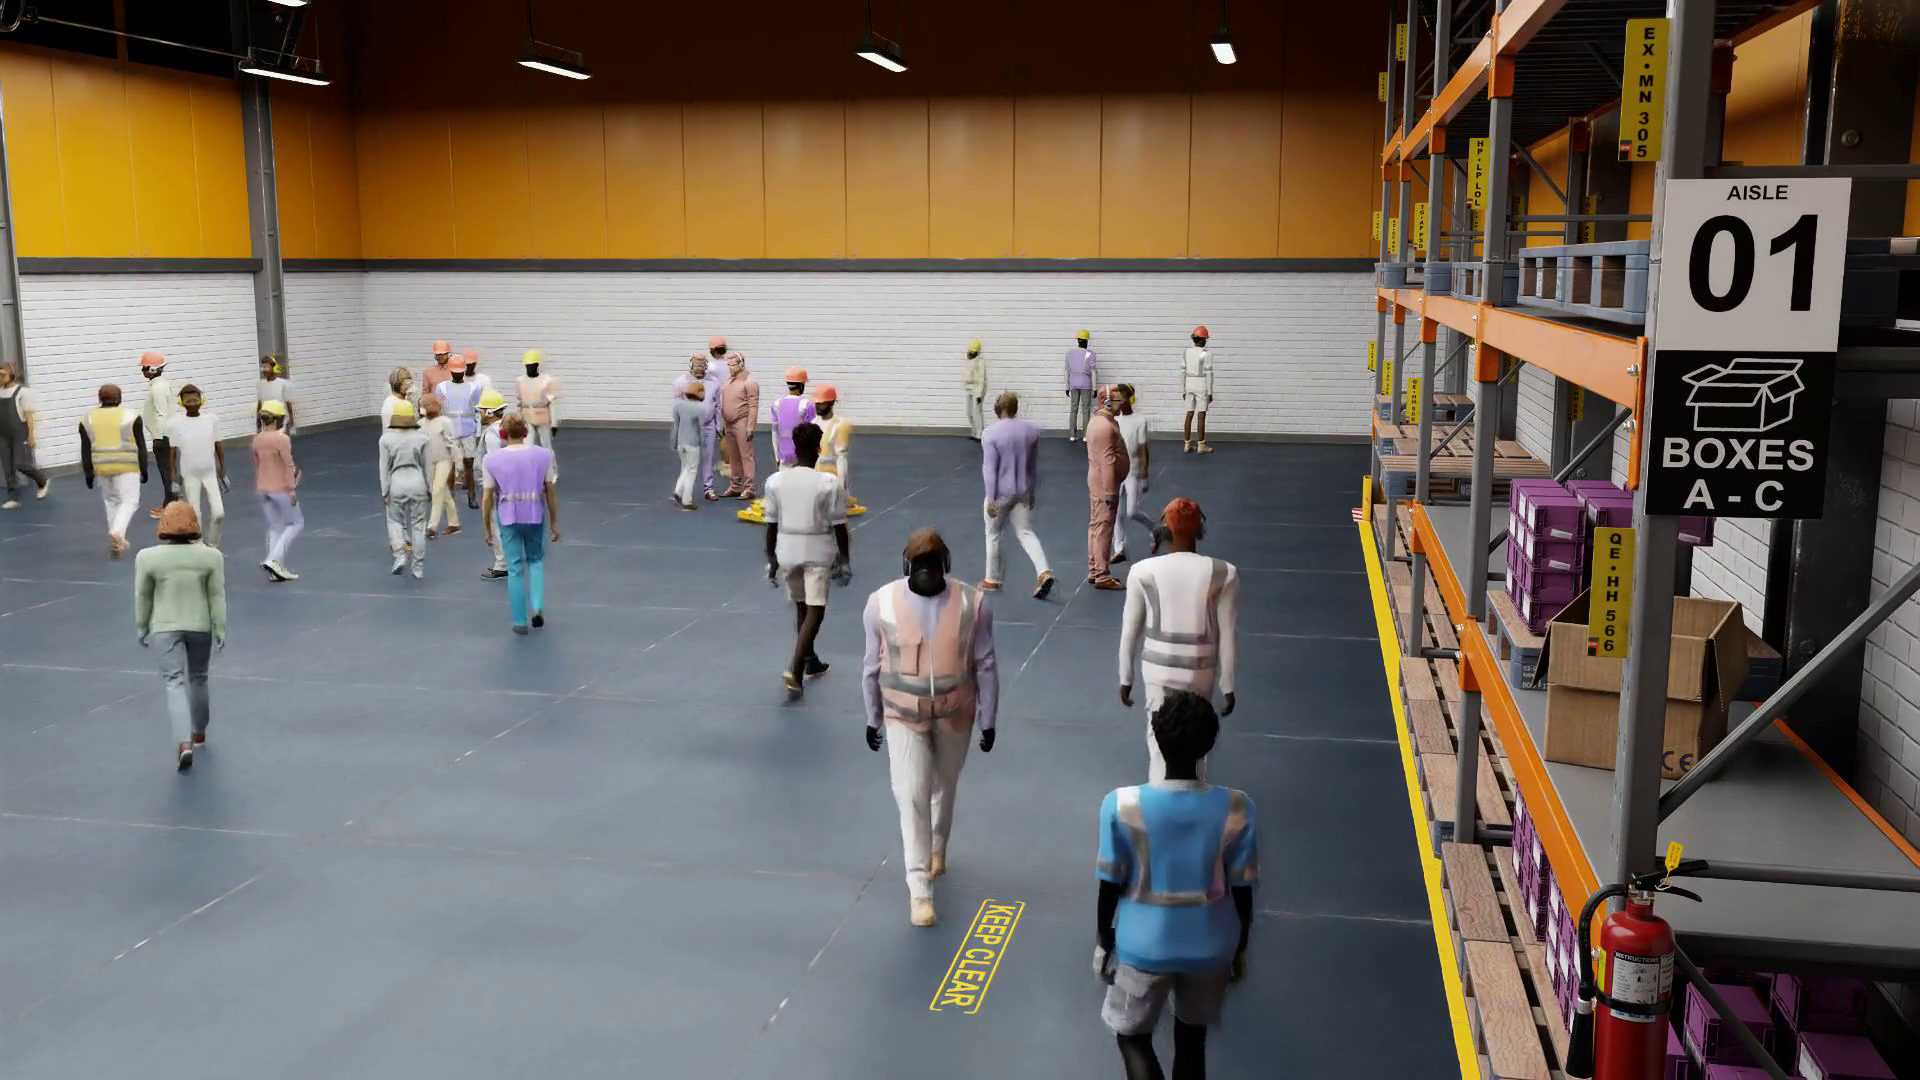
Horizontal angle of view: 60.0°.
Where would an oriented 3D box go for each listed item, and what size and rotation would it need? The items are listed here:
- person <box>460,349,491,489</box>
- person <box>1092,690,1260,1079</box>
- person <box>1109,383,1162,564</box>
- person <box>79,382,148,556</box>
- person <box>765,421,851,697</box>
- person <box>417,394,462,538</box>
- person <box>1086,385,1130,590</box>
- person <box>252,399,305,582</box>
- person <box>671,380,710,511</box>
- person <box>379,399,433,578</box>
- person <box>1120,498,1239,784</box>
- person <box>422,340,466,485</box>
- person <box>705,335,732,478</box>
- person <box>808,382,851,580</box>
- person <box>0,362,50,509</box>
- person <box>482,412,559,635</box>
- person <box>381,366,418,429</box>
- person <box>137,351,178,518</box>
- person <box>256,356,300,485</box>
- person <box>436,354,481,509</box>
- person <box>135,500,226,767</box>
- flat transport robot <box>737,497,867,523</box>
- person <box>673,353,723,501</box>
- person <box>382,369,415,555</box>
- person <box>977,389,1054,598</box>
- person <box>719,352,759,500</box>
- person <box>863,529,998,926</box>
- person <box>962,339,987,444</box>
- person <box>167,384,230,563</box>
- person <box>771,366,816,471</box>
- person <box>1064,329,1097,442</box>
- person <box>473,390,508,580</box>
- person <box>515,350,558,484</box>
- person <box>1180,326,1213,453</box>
[{"bbox_3d":[-6.626,-1.674,22.746,0.554,1.906,0.900,0,9,0],"label":"person"},{"bbox_3d":[0.705,1.320,5.338,0.540,1.676,0.570,-1,9,-5],"label":"person"},{"bbox_3d":[1.764,-0.681,16.921,0.692,1.842,0.541,-8,12,-40],"label":"person"},{"bbox_3d":[-8.814,-0.732,17.324,0.615,1.813,0.799,-1,9,-5],"label":"person"},{"bbox_3d":[-1.110,0.122,11.827,0.611,1.936,0.938,3,10,18],"label":"person"},{"bbox_3d":[-5.851,-0.814,18.413,0.523,1.597,0.755,6,11,31],"label":"person"},{"bbox_3d":[1.391,-0.496,15.600,0.406,1.911,0.639,-1,9,-4],"label":"person"},{"bbox_3d":[-6.514,-0.464,15.875,0.549,1.741,0.404,5,11,29],"label":"person"},{"bbox_3d":[-3.295,-1.154,20.438,0.535,1.607,0.359,7,12,37],"label":"person"},{"bbox_3d":[-5.354,-0.490,16.107,0.496,1.730,0.393,-4,10,-24],"label":"person"},{"bbox_3d":[1.123,0.703,8.563,0.596,1.859,0.814,1,9,6],"label":"person"},{"bbox_3d":[-7.082,-1.749,22.885,0.622,1.994,0.381,-1,9,-7],"label":"person"},{"bbox_3d":[-3.483,-1.915,23.811,0.649,2.014,0.868,-8,12,-39],"label":"person"},{"bbox_3d":[-1.278,-0.555,15.927,0.556,1.920,0.510,8,12,40],"label":"person"},{"bbox_3d":[-11.779,-1.313,20.765,0.513,1.829,0.606,2,10,13],"label":"person"},{"bbox_3d":[-3.604,-0.133,13.635,0.604,1.829,0.457,-5,11,-26],"label":"person"},{"bbox_3d":[-7.872,-1.654,23.444,0.572,1.612,0.499,2,10,12],"label":"person"},{"bbox_3d":[-9.599,-1.261,19.949,0.379,1.996,0.611,-4,10,-21],"label":"person"},{"bbox_3d":[-9.093,-1.545,22.151,0.527,1.843,0.874,2,10,13],"label":"person"},{"bbox_3d":[-6.186,-1.332,20.575,0.542,1.929,0.368,-4,10,-20],"label":"person"},{"bbox_3d":[-4.750,0.553,10.187,0.498,1.602,0.809,-6,11,-33],"label":"person"},{"bbox_3d":[-1.882,-0.393,19.901,1.431,0.197,0.652,-7,12,-38],"label":"flat transport robot"},{"bbox_3d":[-3.340,-1.435,21.284,0.638,1.903,0.406,-4,10,-24],"label":"person"},{"bbox_3d":[-5.872,-0.823,17.476,0.354,1.937,0.635,-1,10,-8],"label":"person"},{"bbox_3d":[0.514,-0.418,15.172,0.639,1.910,0.924,-6,11,-34],"label":"person"},{"bbox_3d":[-2.872,-1.467,21.474,0.407,1.904,0.639,-9,13,-43],"label":"person"},{"bbox_3d":[-0.142,0.827,7.972,0.635,1.801,0.940,-1,9,-6],"label":"person"},{"bbox_3d":[0.244,-2.501,28.054,0.461,1.785,0.646,-4,10,-25],"label":"person"},{"bbox_3d":[-7.546,-0.623,16.521,0.569,1.854,0.407,-7,12,-35],"label":"person"},{"bbox_3d":[-1.773,-0.924,18.108,0.562,1.935,0.383,4,10,25],"label":"person"},{"bbox_3d":[2.081,-2.636,28.435,0.594,1.925,0.377,5,11,28],"label":"person"},{"bbox_3d":[-4.477,-0.530,16.033,0.403,1.833,0.586,0,9,-2],"label":"person"},{"bbox_3d":[-5.732,-1.644,22.583,0.596,1.891,0.930,1,10,8],"label":"person"},{"bbox_3d":[3.834,-2.420,26.789,0.397,2.043,0.609,-9,13,-43],"label":"person"}]
